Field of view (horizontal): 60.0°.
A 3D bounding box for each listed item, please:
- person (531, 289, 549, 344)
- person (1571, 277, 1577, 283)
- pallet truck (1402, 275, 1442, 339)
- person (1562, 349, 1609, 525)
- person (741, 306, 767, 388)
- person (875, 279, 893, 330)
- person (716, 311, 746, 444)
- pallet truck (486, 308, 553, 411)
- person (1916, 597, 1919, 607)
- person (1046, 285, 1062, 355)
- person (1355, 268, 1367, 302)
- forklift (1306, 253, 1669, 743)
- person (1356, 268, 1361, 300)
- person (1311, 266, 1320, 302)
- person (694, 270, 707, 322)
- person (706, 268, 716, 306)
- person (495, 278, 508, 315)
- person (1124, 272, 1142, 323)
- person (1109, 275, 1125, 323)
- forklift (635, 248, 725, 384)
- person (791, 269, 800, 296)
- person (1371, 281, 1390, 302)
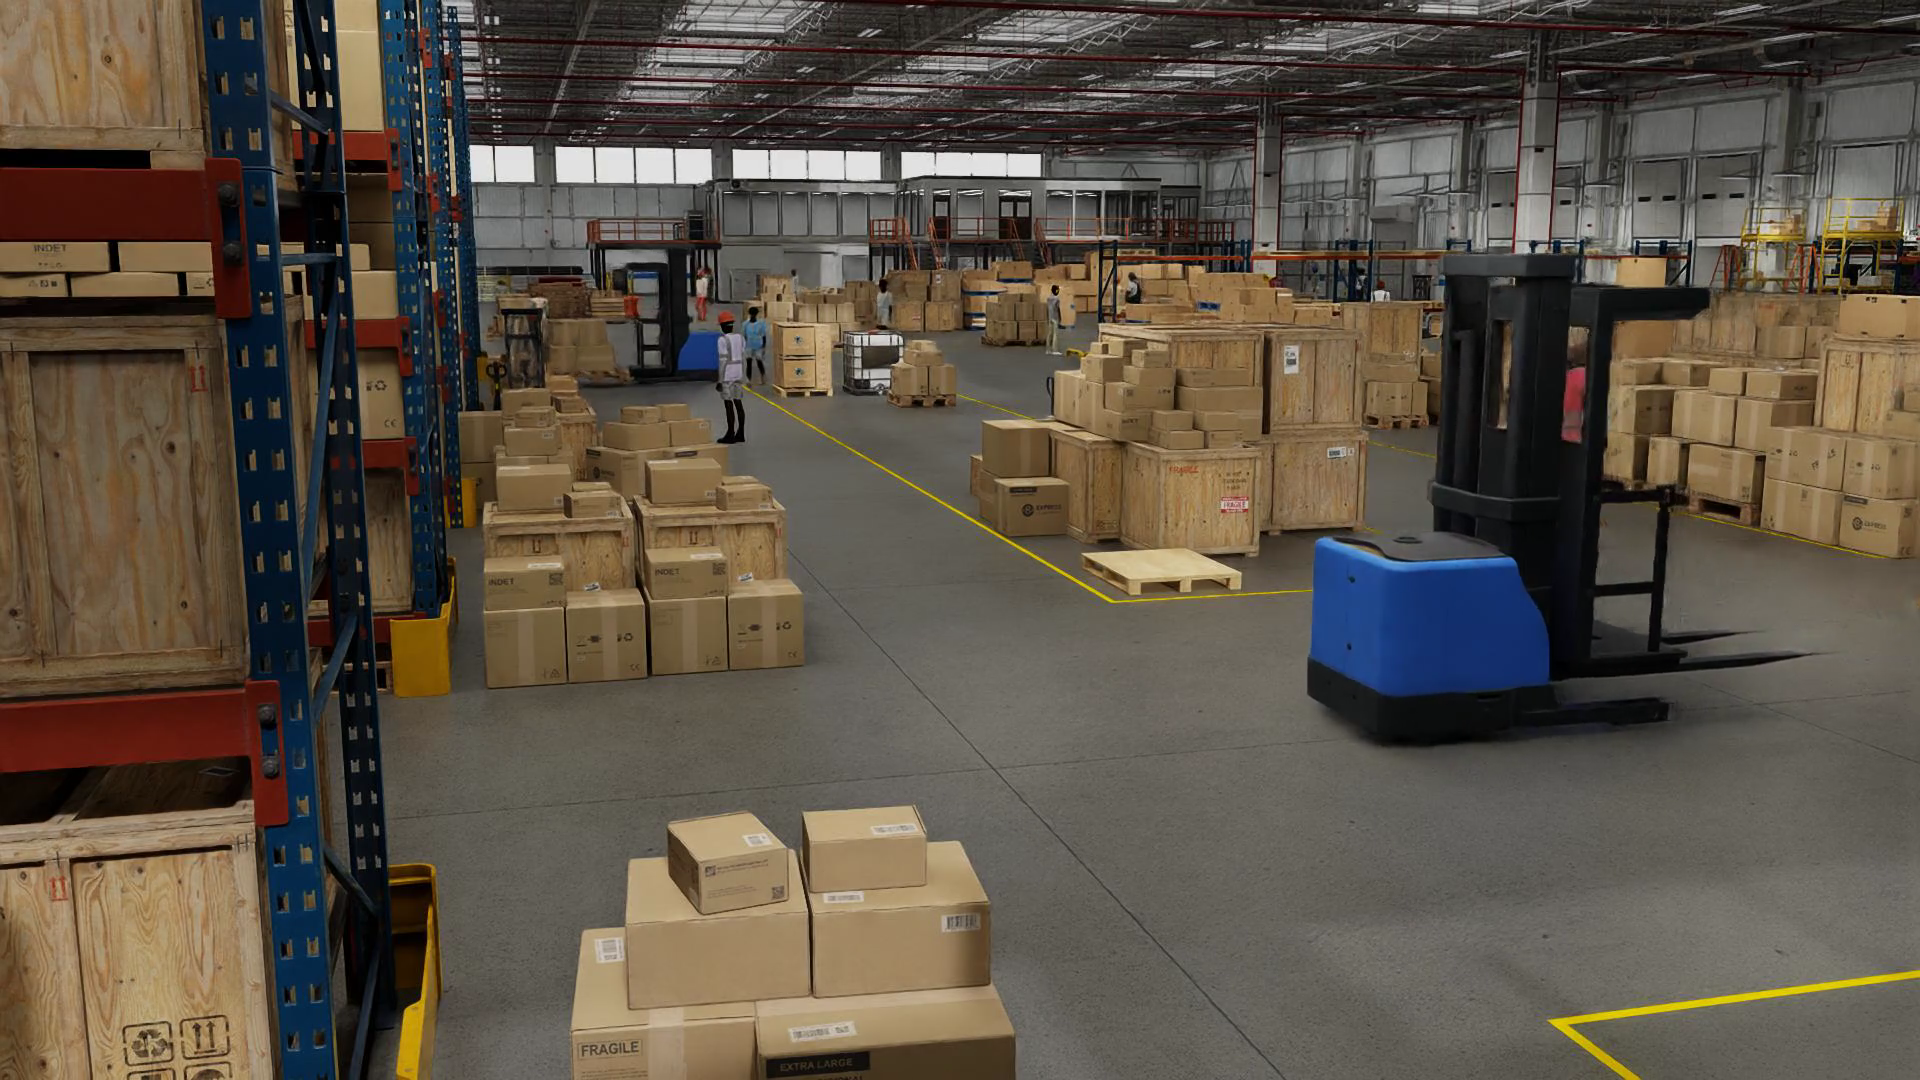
[{"bbox_3d":[-12.348,-6.574,48.938,0.571,1.621,0.403,-4,11,-22],"label":"person"},{"bbox_3d":[23.446,-9.334,63.974,0.539,1.849,0.617,-3,11,-19],"label":"person"},{"bbox_3d":[14.620,-7.324,52.145,0.823,1.965,1.885,8,13,40],"label":"pallet truck"},{"bbox_3d":[6.485,-1.067,17.292,0.433,1.807,0.726,-6,12,-29],"label":"person"},{"bbox_3d":[-4.210,-3.966,34.096,0.560,1.661,0.795,1,10,4],"label":"person"},{"bbox_3d":[-2.118,-6.372,46.861,0.495,1.953,0.616,-10,14,-43],"label":"person"},{"bbox_3d":[-3.372,-2.370,24.293,0.375,1.927,0.543,6,12,31],"label":"person"},{"bbox_3d":[-6.242,-2.418,24.362,0.823,1.965,1.885,1,10,3],"label":"pallet truck"},{"bbox_3d":[7.358,-0.249,12.122,0.506,1.980,0.639,2,10,9],"label":"person"},{"bbox_3d":[2.494,-5.833,44.106,0.320,1.858,0.522,-9,13,-42],"label":"person"},{"bbox_3d":[17.762,-11.039,73.474,0.619,1.892,0.583,-8,13,-37],"label":"person"},{"bbox_3d":[3.184,-0.320,9.984,1.873,2.768,1.129,-3,10,-15],"label":"forklift"},{"bbox_3d":[19.974,-12.818,83.838,0.645,1.791,0.987,-2,10,-13],"label":"person"},{"bbox_3d":[16.373,-11.626,76.641,0.382,1.949,0.605,2,10,13],"label":"person"},{"bbox_3d":[-9.923,-9.317,63.481,0.651,1.975,0.548,8,13,39],"label":"person"},{"bbox_3d":[-12.164,-12.234,80.456,0.719,1.821,0.516,4,11,24],"label":"person"},{"bbox_3d":[-17.124,-8.918,62.007,0.497,1.692,0.873,-5,11,-28],"label":"person"},{"bbox_3d":[5.912,-8.371,57.951,0.978,2.000,0.680,6,12,31],"label":"person"},{"bbox_3d":[5.223,-7.874,55.480,0.553,1.917,0.681,3,10,14],"label":"person"},{"bbox_3d":[-5.856,-4.699,34.783,1.873,2.768,1.129,-3,10,-15],"label":"forklift"},{"bbox_3d":[-7.427,-11.128,74.122,0.972,1.831,0.594,-5,11,-28],"label":"person"},{"bbox_3d":[12.134,-6.558,48.124,0.587,1.883,0.341,3,11,18],"label":"person"}]
